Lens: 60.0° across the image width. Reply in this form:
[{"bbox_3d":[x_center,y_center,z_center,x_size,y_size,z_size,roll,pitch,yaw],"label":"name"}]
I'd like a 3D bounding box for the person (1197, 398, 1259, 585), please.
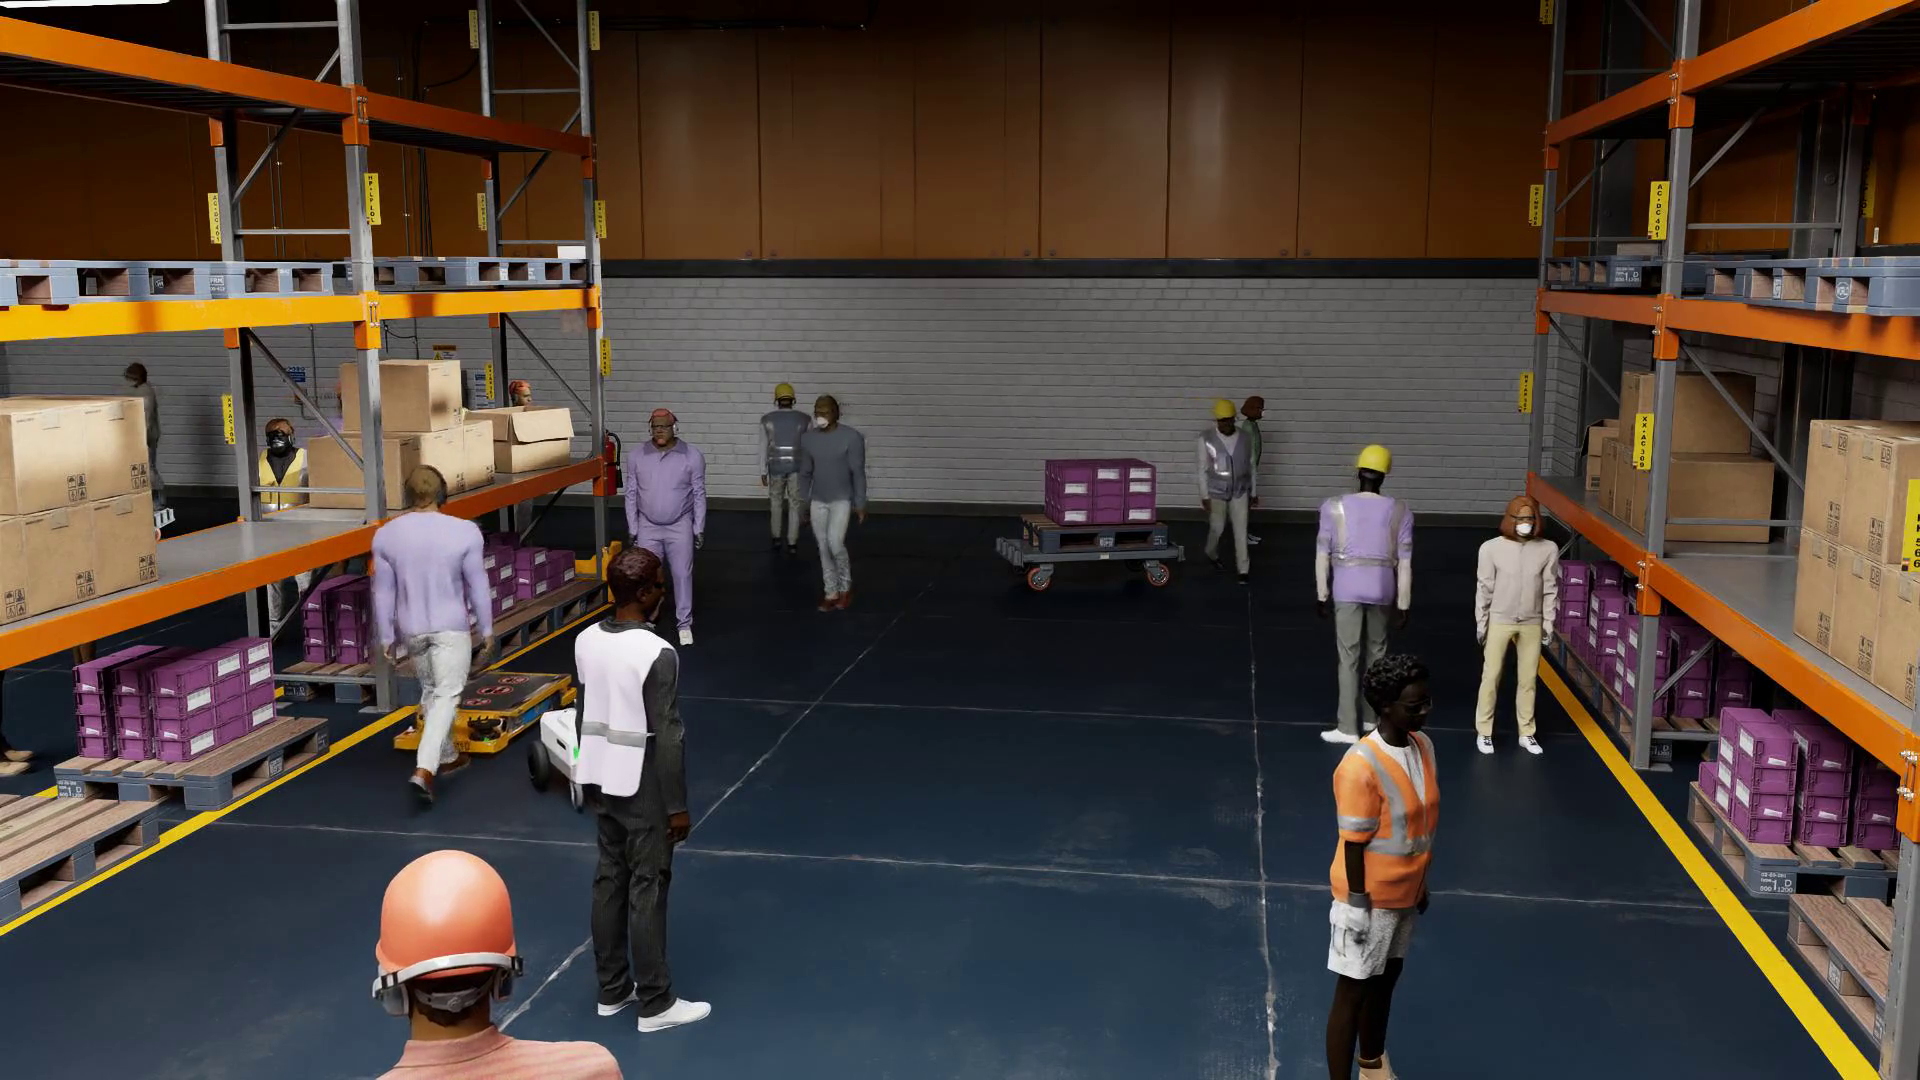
[{"bbox_3d":[2.584,-0.498,16.121,0.618,1.792,0.816,-1,9,-5],"label":"person"}]

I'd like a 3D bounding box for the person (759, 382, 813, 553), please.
[{"bbox_3d":[-1.848,-0.789,17.872,0.596,1.801,0.836,-1,9,-3],"label":"person"}]

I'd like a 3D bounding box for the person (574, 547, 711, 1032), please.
[{"bbox_3d":[-1.297,0.980,6.582,0.589,1.920,0.398,9,13,43],"label":"person"}]

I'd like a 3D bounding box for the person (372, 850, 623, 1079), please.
[{"bbox_3d":[-0.878,1.525,2.982,0.625,1.992,0.386,-6,11,-33],"label":"person"}]

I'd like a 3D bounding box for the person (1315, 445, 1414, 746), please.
[{"bbox_3d":[2.577,0.350,10.623,0.603,1.886,0.686,1,9,7],"label":"person"}]

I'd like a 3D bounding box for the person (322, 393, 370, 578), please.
[{"bbox_3d":[-5.428,-0.457,15.164,0.611,2.002,0.947,6,11,34],"label":"person"}]

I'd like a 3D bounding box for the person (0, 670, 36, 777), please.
[{"bbox_3d":[-5.765,0.480,9.890,0.351,1.847,0.507,-3,10,-20],"label":"person"}]

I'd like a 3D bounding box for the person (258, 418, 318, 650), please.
[{"bbox_3d":[-5.325,-0.047,13.148,0.634,1.842,0.429,-2,9,-9],"label":"person"}]

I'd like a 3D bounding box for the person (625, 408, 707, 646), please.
[{"bbox_3d":[-2.347,-0.097,13.257,0.641,1.910,0.401,0,9,-2],"label":"person"}]

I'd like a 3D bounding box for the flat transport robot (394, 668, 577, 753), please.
[{"bbox_3d":[-3.072,1.099,10.914,0.652,0.197,1.431,1,9,8],"label":"flat transport robot"}]

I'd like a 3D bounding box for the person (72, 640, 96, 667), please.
[{"bbox_3d":[-6.200,0.119,11.844,0.376,1.934,0.546,-7,11,-36],"label":"person"}]

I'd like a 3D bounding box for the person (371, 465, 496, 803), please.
[{"bbox_3d":[-3.019,0.520,9.488,0.637,1.909,0.963,1,9,4],"label":"person"}]

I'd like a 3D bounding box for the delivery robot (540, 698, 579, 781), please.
[{"bbox_3d":[-2.144,1.142,9.487,0.477,0.478,0.707,-5,10,-29],"label":"delivery robot"}]

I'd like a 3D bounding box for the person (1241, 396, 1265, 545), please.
[{"bbox_3d":[3.186,-0.766,18.248,0.276,1.628,0.502,3,10,15],"label":"person"}]

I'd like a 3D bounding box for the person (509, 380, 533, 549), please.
[{"bbox_3d":[-4.511,-0.692,17.029,0.346,1.879,0.578,3,10,17],"label":"person"}]

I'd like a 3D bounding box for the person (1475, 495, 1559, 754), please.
[{"bbox_3d":[3.434,0.527,10.284,0.495,1.626,0.285,0,9,1],"label":"person"}]

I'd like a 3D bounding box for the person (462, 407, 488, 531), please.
[{"bbox_3d":[-4.627,-0.399,15.718,0.498,1.704,0.791,7,11,36],"label":"person"}]

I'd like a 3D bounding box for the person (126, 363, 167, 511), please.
[{"bbox_3d":[-9.831,-1.190,20.061,0.360,1.897,0.701,-6,11,-32],"label":"person"}]

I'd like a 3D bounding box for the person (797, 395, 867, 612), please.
[{"bbox_3d":[-1.143,-0.309,14.512,0.661,1.920,0.449,5,10,26],"label":"person"}]

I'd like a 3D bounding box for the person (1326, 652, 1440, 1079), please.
[{"bbox_3d":[1.474,1.219,5.786,0.322,1.697,0.535,8,12,42],"label":"person"}]
